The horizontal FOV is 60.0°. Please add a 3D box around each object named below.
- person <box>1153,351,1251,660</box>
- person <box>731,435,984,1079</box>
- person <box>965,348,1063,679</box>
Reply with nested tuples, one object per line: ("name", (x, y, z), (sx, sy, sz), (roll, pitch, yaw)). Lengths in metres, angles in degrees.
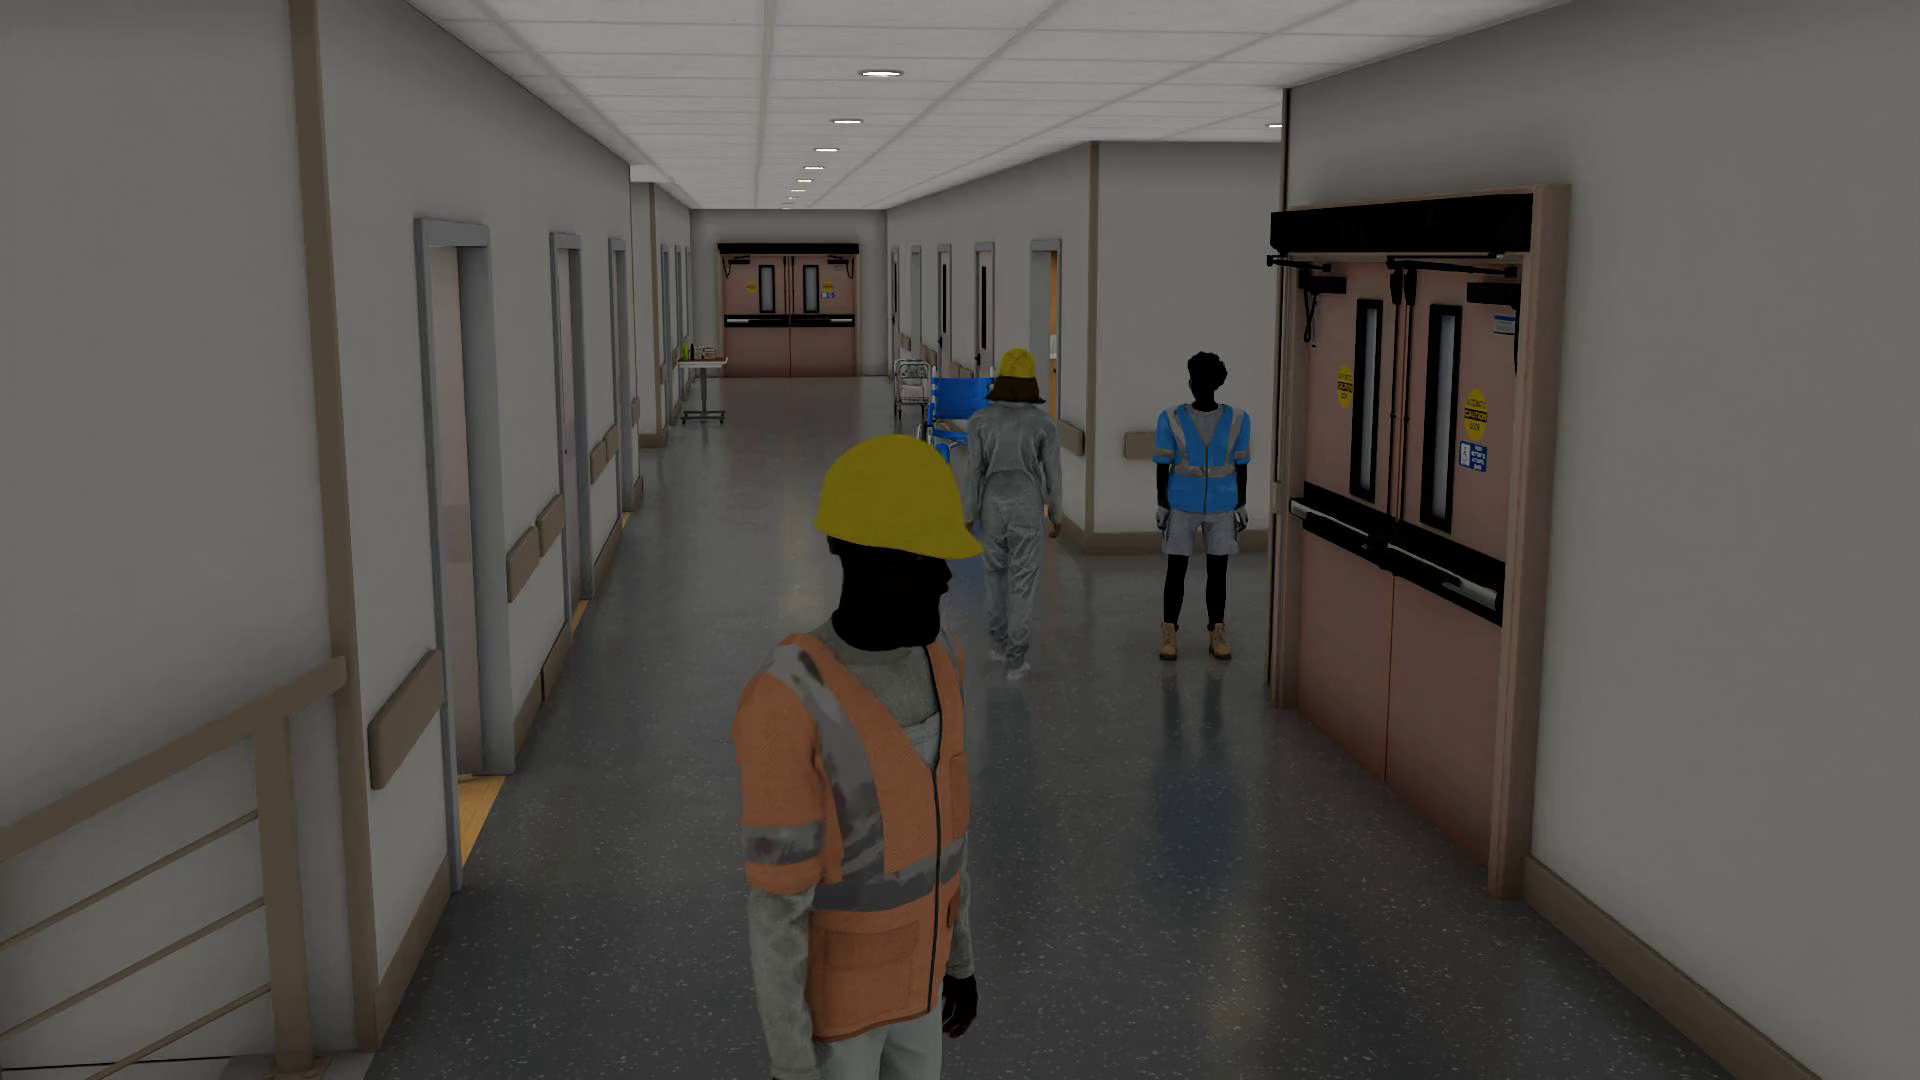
("person", (1.320, -0.182, 9.086), (0.538, 1.698, 0.320), (0, 10, 0))
("person", (-0.141, 0.769, 2.921), (0.398, 1.920, 0.586), (6, 11, 31))
("person", (0.299, -0.150, 8.826), (0.502, 1.722, 0.602), (2, 10, 12))
